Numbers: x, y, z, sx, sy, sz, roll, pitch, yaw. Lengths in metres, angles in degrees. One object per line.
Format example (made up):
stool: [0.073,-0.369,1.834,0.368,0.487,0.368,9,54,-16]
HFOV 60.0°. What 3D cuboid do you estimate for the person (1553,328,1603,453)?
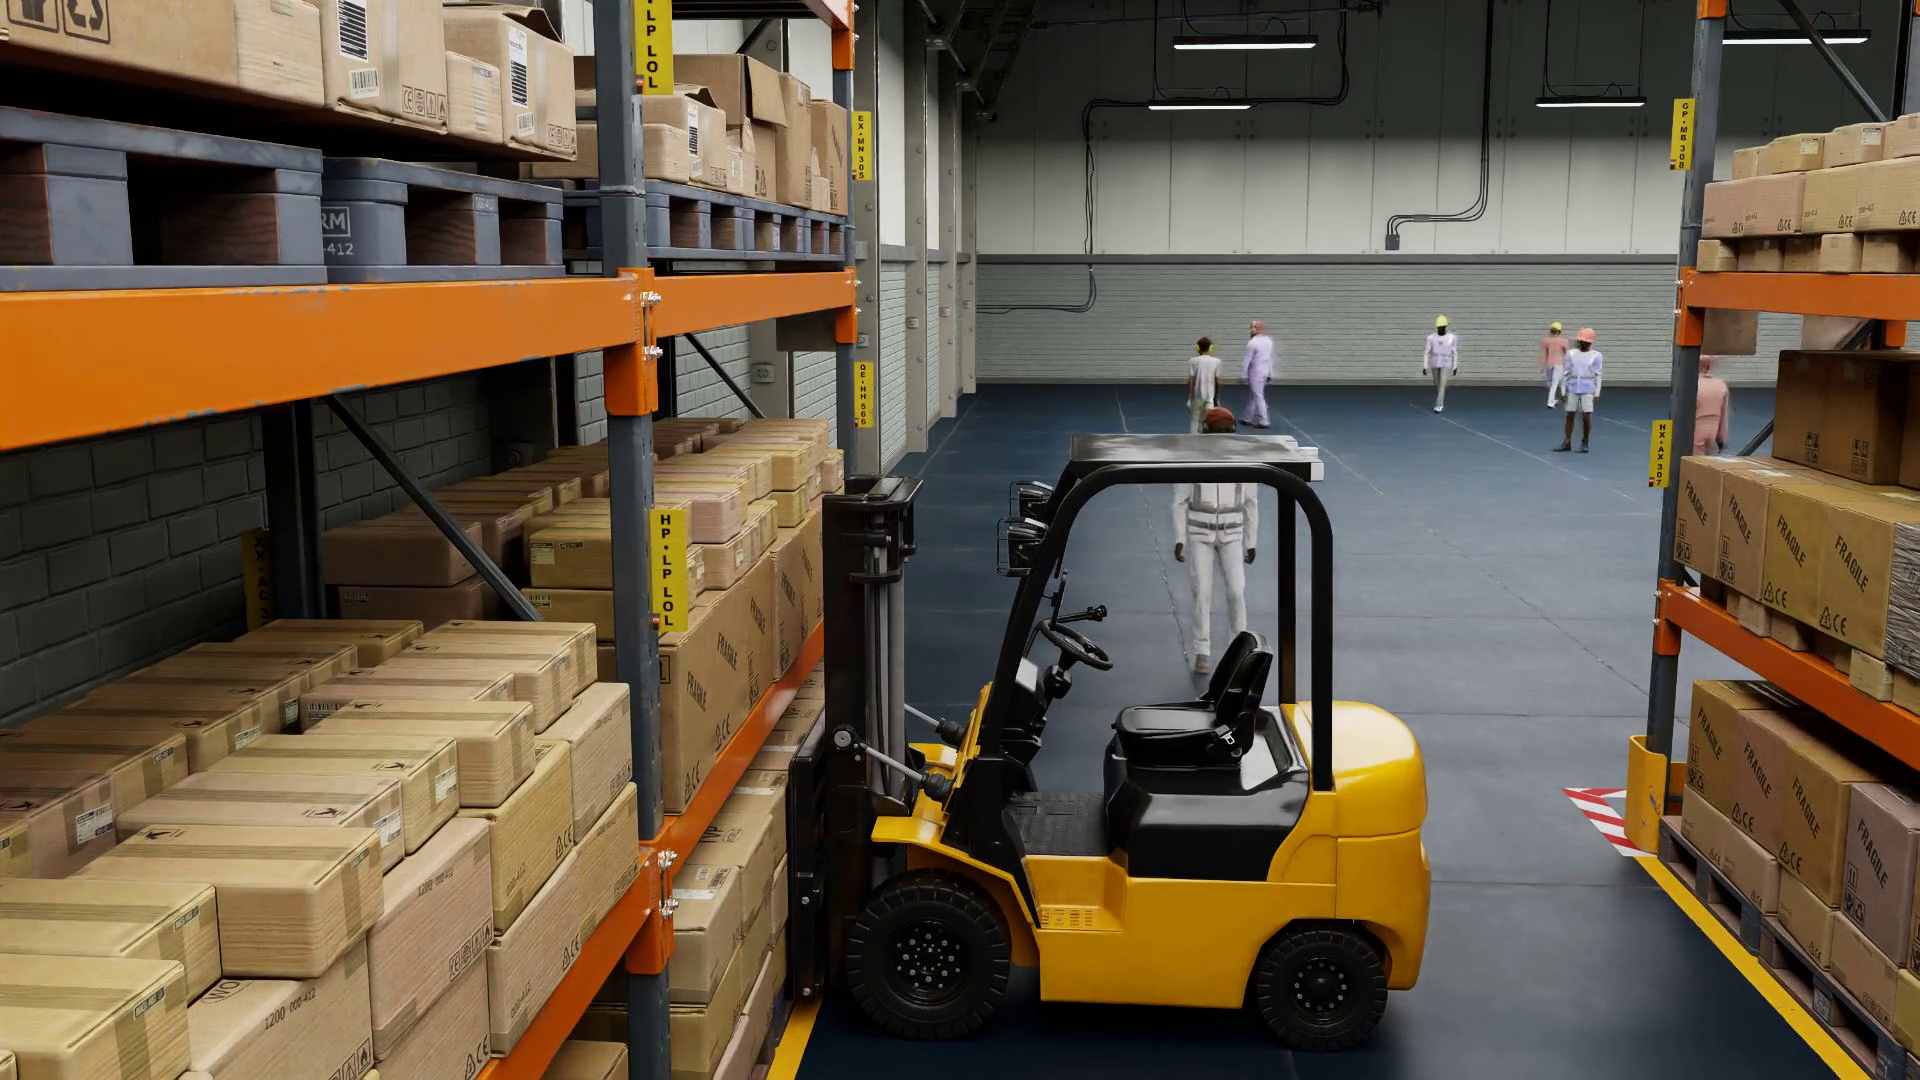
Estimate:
person: [9.462,-2.275,25.498,0.698,1.908,0.401,7,12,37]

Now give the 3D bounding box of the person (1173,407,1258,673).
person: [1.799,0.006,11.709,0.598,1.880,0.422,1,9,5]

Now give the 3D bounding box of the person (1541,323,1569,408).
person: [12.010,-3.523,33.580,0.538,1.720,0.932,7,12,38]

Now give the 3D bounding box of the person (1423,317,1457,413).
person: [9.371,-3.417,32.477,0.608,1.870,1.009,5,11,29]

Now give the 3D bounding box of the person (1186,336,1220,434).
person: [3.622,-2.116,24.752,0.549,1.824,0.992,-1,9,-6]

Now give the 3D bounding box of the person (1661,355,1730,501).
person: [8.313,-1.183,18.945,0.673,1.855,0.960,-3,10,-18]

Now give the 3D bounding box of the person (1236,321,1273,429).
person: [5.145,-2.915,29.395,0.892,1.870,0.669,9,13,43]
